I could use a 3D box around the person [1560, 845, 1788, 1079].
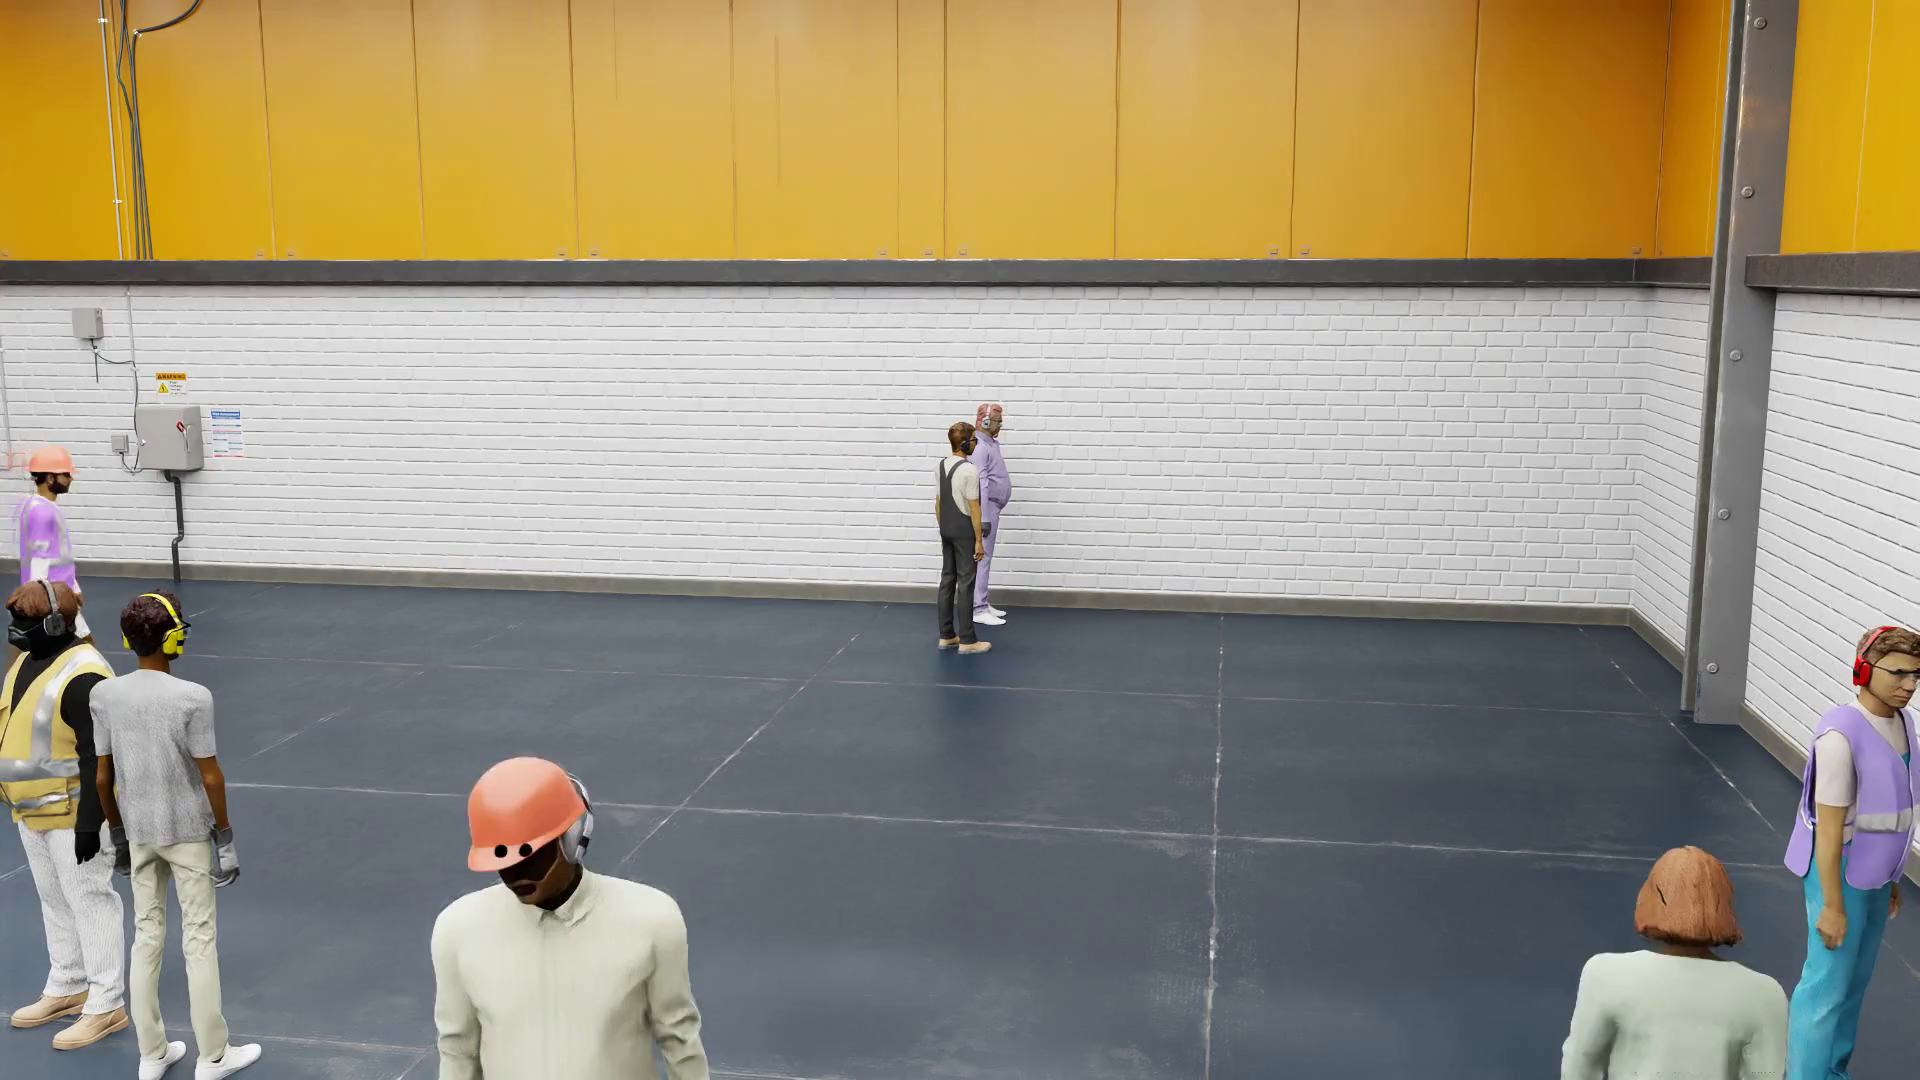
[{"bbox_3d":[1.804,1.568,4.245,0.506,1.583,0.848,1,9,7],"label":"person"}]

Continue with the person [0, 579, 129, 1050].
[{"bbox_3d":[-3.549,1.063,6.553,0.627,1.844,0.429,7,11,37],"label":"person"}]

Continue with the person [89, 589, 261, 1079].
[{"bbox_3d":[-2.930,1.107,6.193,0.509,1.872,0.324,1,9,7],"label":"person"}]

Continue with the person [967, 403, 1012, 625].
[{"bbox_3d":[0.240,-0.231,14.347,0.410,1.905,0.640,1,9,3],"label":"person"}]

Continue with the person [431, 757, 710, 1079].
[{"bbox_3d":[-0.921,1.419,4.047,0.647,1.954,0.853,-1,9,-5],"label":"person"}]

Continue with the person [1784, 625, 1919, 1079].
[{"bbox_3d":[3.091,1.191,5.763,0.565,1.841,0.396,-8,12,-40],"label":"person"}]

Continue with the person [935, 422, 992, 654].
[{"bbox_3d":[0.011,-0.018,13.211,0.342,1.846,0.509,-8,12,-39],"label":"person"}]

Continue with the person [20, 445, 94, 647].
[{"bbox_3d":[-5.859,0.322,10.959,0.965,1.887,0.576,-6,11,-31],"label":"person"}]
